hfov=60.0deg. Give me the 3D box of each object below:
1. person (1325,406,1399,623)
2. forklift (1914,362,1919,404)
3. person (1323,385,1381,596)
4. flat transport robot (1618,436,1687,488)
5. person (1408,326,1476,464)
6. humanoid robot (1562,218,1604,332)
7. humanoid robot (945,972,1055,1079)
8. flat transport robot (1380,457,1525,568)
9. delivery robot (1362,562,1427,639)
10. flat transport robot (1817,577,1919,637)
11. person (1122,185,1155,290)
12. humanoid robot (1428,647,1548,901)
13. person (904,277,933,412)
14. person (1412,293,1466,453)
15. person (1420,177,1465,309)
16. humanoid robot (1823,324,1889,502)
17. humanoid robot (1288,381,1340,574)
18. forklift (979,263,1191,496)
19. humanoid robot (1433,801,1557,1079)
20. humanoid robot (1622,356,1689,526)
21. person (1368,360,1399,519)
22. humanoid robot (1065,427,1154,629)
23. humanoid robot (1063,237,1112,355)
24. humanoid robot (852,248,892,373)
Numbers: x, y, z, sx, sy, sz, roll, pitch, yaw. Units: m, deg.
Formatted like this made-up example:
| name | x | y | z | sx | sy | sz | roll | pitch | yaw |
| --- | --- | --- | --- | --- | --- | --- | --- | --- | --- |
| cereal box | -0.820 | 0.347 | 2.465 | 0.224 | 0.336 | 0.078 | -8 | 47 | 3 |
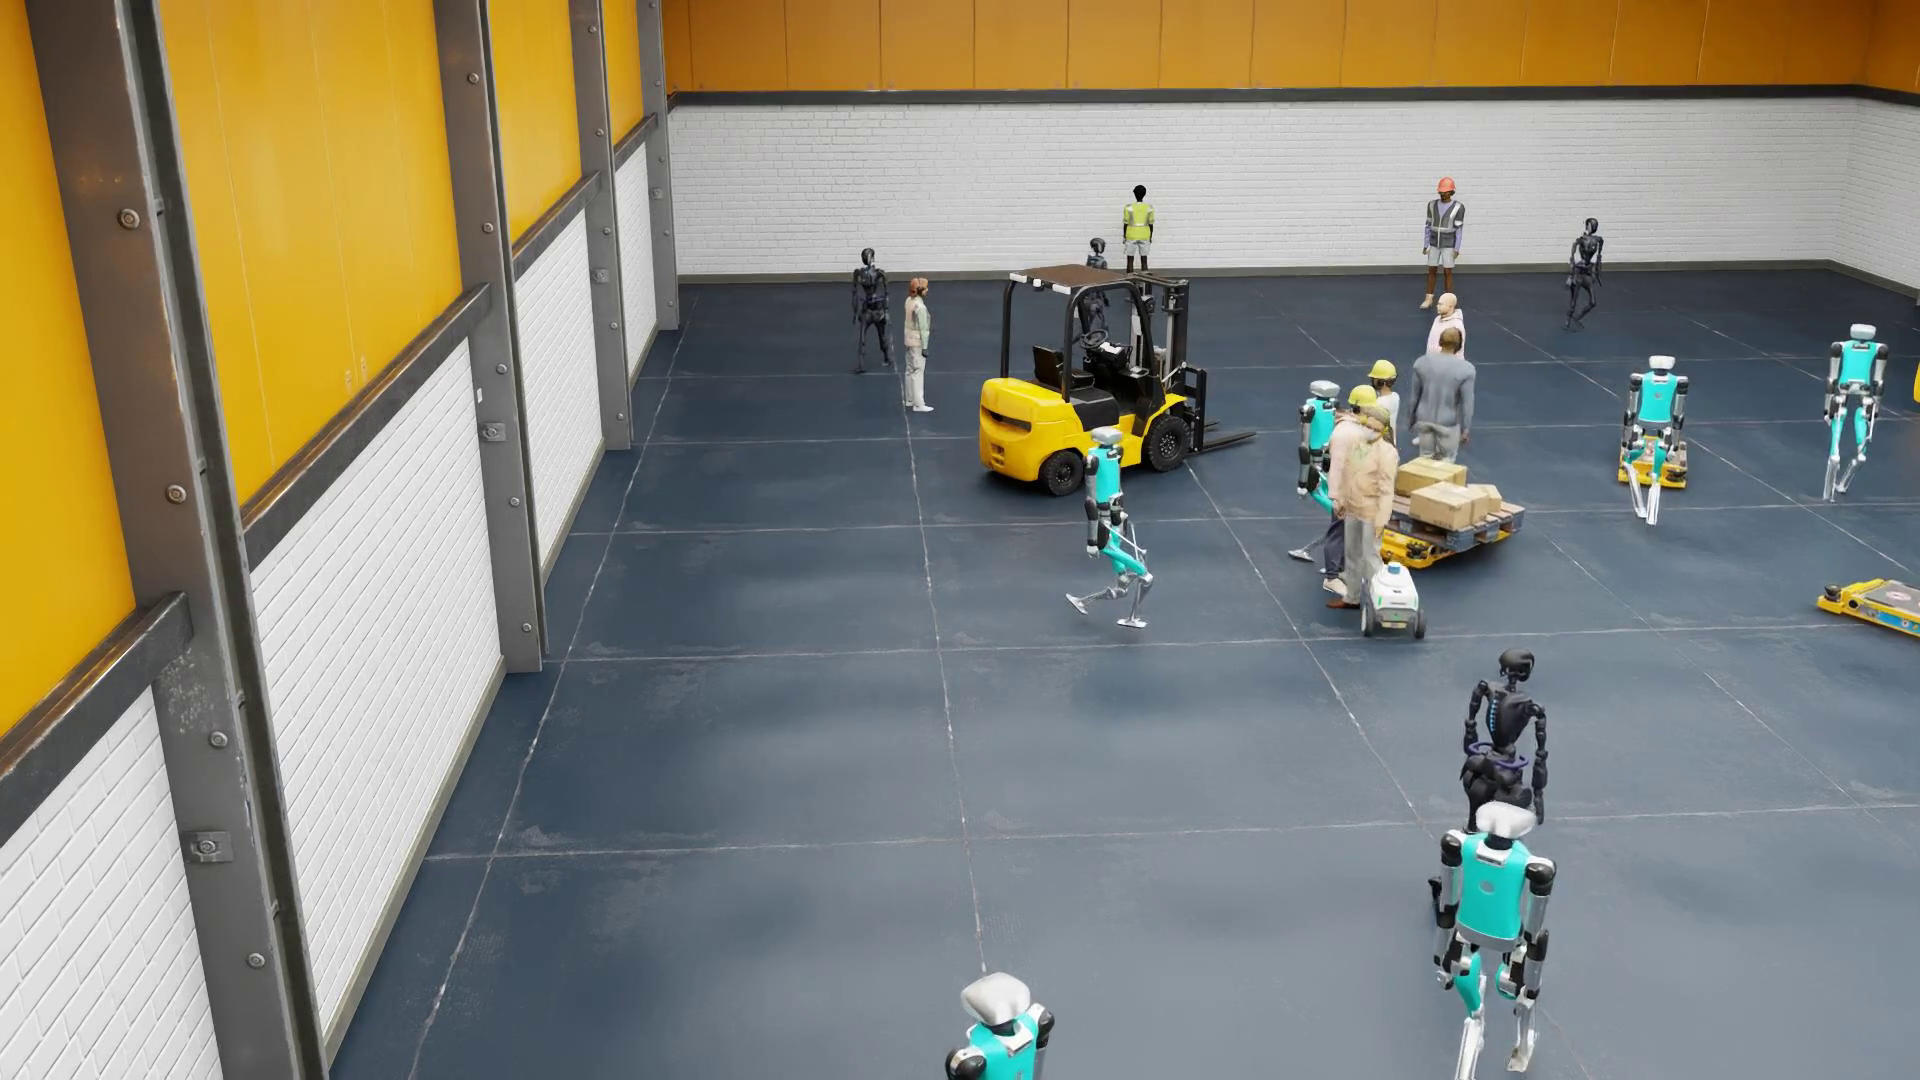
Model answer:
| name | x | y | z | sx | sy | sz | roll | pitch | yaw |
| --- | --- | --- | --- | --- | --- | --- | --- | --- | --- |
| person | 3.424 | -0.237 | 13.968 | 0.386 | 1.863 | 0.627 | -9 | 22 | -23 |
| forklift | 12.602 | -2.435 | 19.475 | 2.313 | 2.155 | 1.214 | -1 | 20 | -4 |
| person | 3.411 | -0.458 | 14.558 | 0.423 | 1.863 | 0.819 | 12 | 24 | 30 |
| flat transport robot | 7.498 | -0.873 | 18.005 | 0.659 | 0.231 | 1.431 | 8 | 22 | 20 |
| person | 4.705 | -1.149 | 16.369 | 0.669 | 1.915 | 0.509 | 14 | 24 | 34 |
| humanoid robot | 8.992 | -3.831 | 24.018 | 0.603 | 1.646 | 0.401 | -8 | 22 | -20 |
| humanoid robot | -0.080 | 2.489 | 6.803 | 0.863 | 1.836 | 0.550 | 18 | 27 | 40 |
| flat transport robot | 4.520 | -0.052 | 15.768 | 1.431 | 0.231 | 0.659 | -15 | 25 | -36 |
| delivery robot | 3.608 | 0.490 | 13.893 | 0.499 | 0.606 | 0.810 | 2 | 20 | 6 |
| flat transport robot | 8.040 | 0.634 | 13.899 | 0.659 | 0.231 | 1.431 | -13 | 24 | -31 |
| person | 2.875 | -4.879 | 26.858 | 0.529 | 1.689 | 0.322 | -2 | 20 | -7 |
| humanoid robot | 3.137 | 1.403 | 9.793 | 0.664 | 1.640 | 0.606 | -13 | 24 | -32 |
| person | -0.518 | -2.354 | 20.059 | 0.316 | 1.633 | 0.519 | -8 | 22 | -21 |
| person | 5.394 | -1.869 | 18.519 | 0.407 | 1.783 | 0.524 | -6 | 21 | -15 |
| person | 7.341 | -4.510 | 25.369 | 0.600 | 2.035 | 0.406 | 16 | 25 | 37 |
| humanoid robot | 9.082 | -1.203 | 16.941 | 0.544 | 1.897 | 0.761 | 7 | 21 | 19 |
| humanoid robot | 3.363 | -0.523 | 14.945 | 0.895 | 1.773 | 0.571 | 18 | 27 | 40 |
| forklift | 1.315 | -1.764 | 17.646 | 2.313 | 2.155 | 1.214 | -14 | 24 | -33 |
| humanoid robot | 2.685 | 1.973 | 8.148 | 0.530 | 1.771 | 0.972 | 15 | 25 | 35 |
| humanoid robot | 6.704 | -0.989 | 16.165 | 0.536 | 1.738 | 0.917 | 7 | 21 | 18 |
| person | 3.947 | -0.831 | 15.719 | 0.325 | 1.766 | 0.532 | 13 | 24 | 31 |
| humanoid robot | 1.315 | -0.049 | 13.628 | 1.028 | 1.734 | 0.557 | 13 | 24 | 31 |
| humanoid robot | 1.813 | -3.308 | 22.669 | 0.767 | 1.639 | 0.584 | 7 | 21 | 19 |
| humanoid robot | -1.146 | -3.024 | 21.904 | 0.593 | 1.633 | 0.796 | 9 | 22 | 24 |
